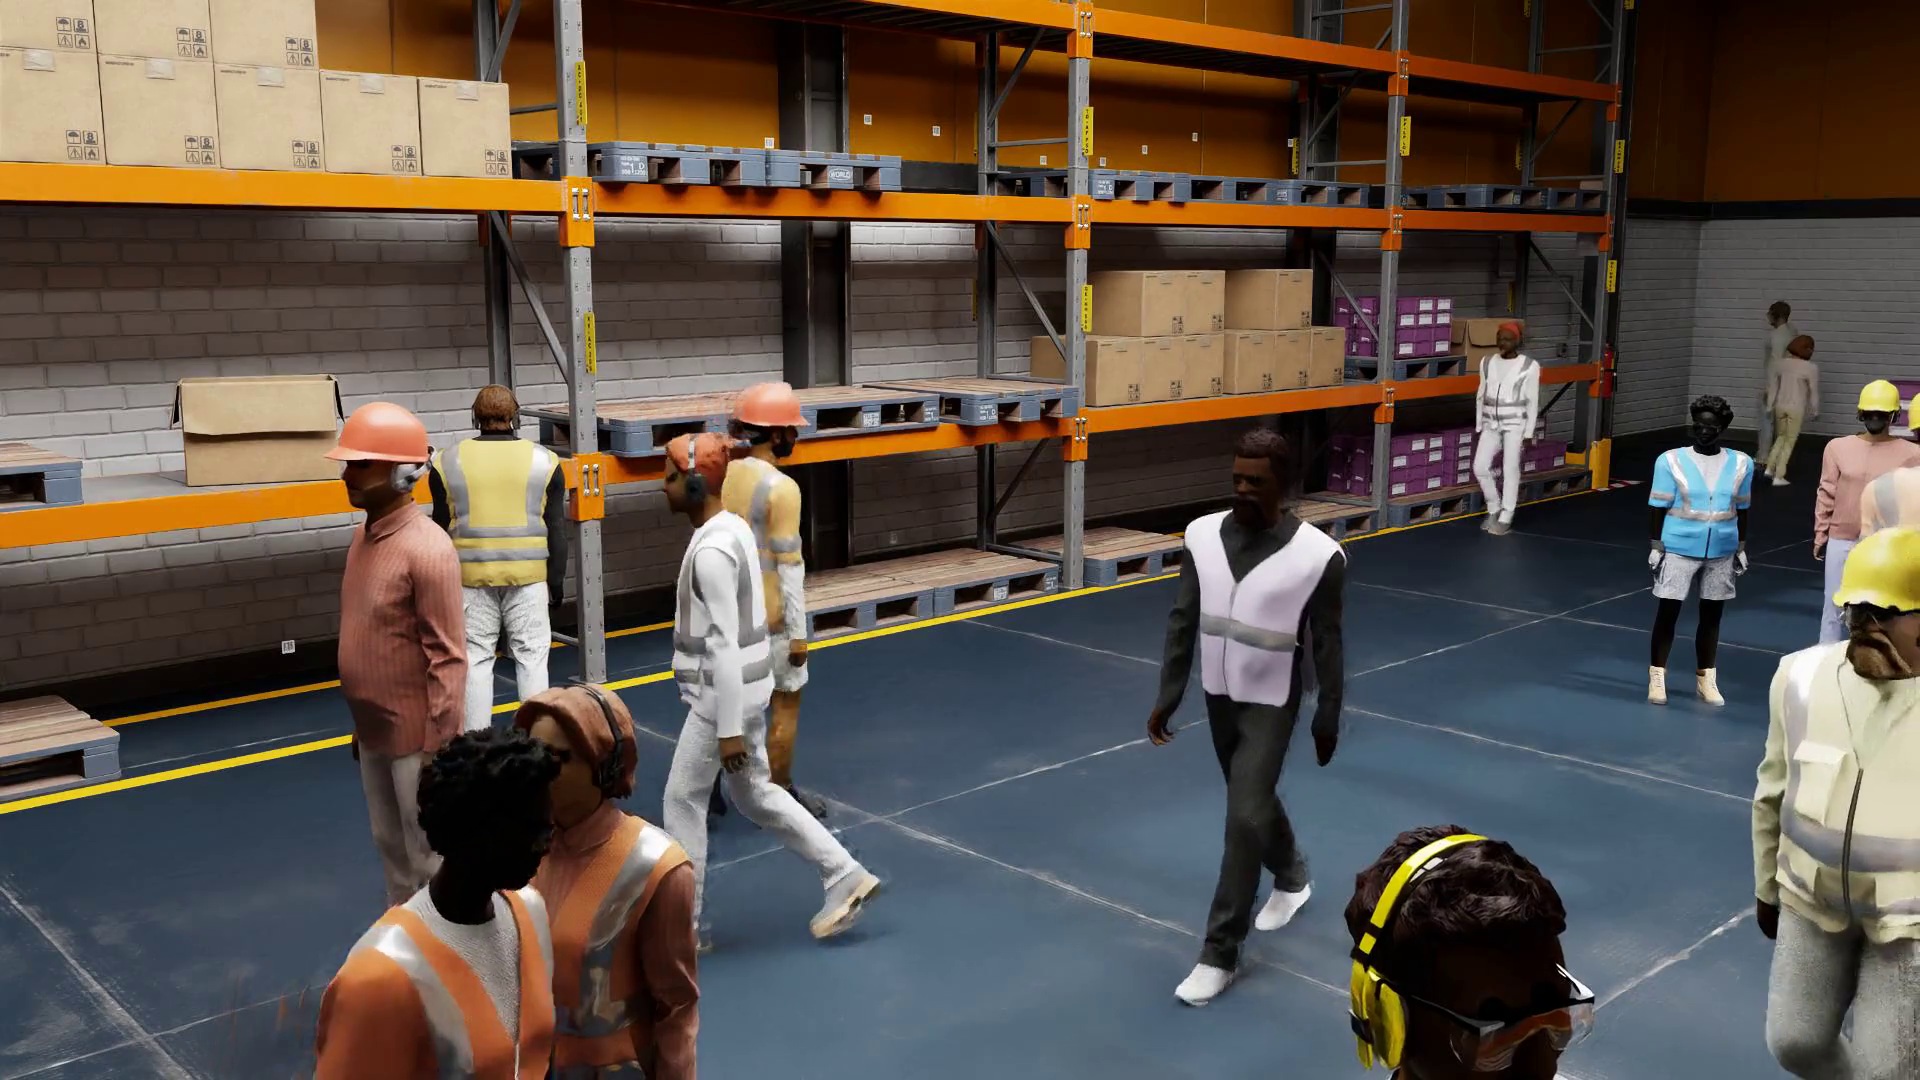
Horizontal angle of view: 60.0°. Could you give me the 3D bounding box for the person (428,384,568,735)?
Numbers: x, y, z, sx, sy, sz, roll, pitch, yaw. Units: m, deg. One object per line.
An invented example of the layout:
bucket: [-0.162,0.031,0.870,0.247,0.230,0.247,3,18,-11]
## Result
person: [-2.182,0.178,7.926,0.619,1.836,0.430,-3,10,-15]

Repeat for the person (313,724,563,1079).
person: [-0.930,1.131,2.811,0.484,1.662,0.600,4,10,20]

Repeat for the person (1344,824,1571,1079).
person: [0.500,1.205,1.787,0.518,1.872,0.326,-6,11,-31]

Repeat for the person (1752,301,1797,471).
person: [9.267,-1.746,18.953,0.452,1.930,0.641,9,13,41]

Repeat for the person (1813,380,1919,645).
person: [4.963,0.004,9.123,0.522,1.768,0.313,7,12,35]

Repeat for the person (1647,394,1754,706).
person: [3.990,0.061,8.992,0.540,1.694,0.317,1,10,6]

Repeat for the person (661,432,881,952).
person: [-0.732,0.538,5.776,0.875,1.852,0.608,0,10,-2]

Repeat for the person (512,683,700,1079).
person: [-0.727,1.072,3.222,0.513,1.645,0.307,4,11,24]

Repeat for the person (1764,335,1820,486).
person: [8.806,-1.361,17.591,0.370,1.609,0.522,-5,11,-28]

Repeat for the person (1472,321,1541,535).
person: [4.725,-0.963,14.472,0.417,1.870,0.613,-9,13,-42]

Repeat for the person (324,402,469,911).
person: [-1.718,0.573,5.112,0.373,1.997,0.615,-9,13,-42]

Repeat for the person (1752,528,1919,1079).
person: [2.228,0.853,4.019,0.585,1.816,0.596,-9,13,-41]

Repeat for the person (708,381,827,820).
person: [-0.852,0.295,6.968,0.553,1.918,0.558,-8,12,-38]

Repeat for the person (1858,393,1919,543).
person: [4.011,0.322,6.890,0.598,1.893,0.834,8,13,40]

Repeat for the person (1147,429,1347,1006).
person: [1.013,0.541,5.696,0.595,1.873,1.012,9,13,43]
